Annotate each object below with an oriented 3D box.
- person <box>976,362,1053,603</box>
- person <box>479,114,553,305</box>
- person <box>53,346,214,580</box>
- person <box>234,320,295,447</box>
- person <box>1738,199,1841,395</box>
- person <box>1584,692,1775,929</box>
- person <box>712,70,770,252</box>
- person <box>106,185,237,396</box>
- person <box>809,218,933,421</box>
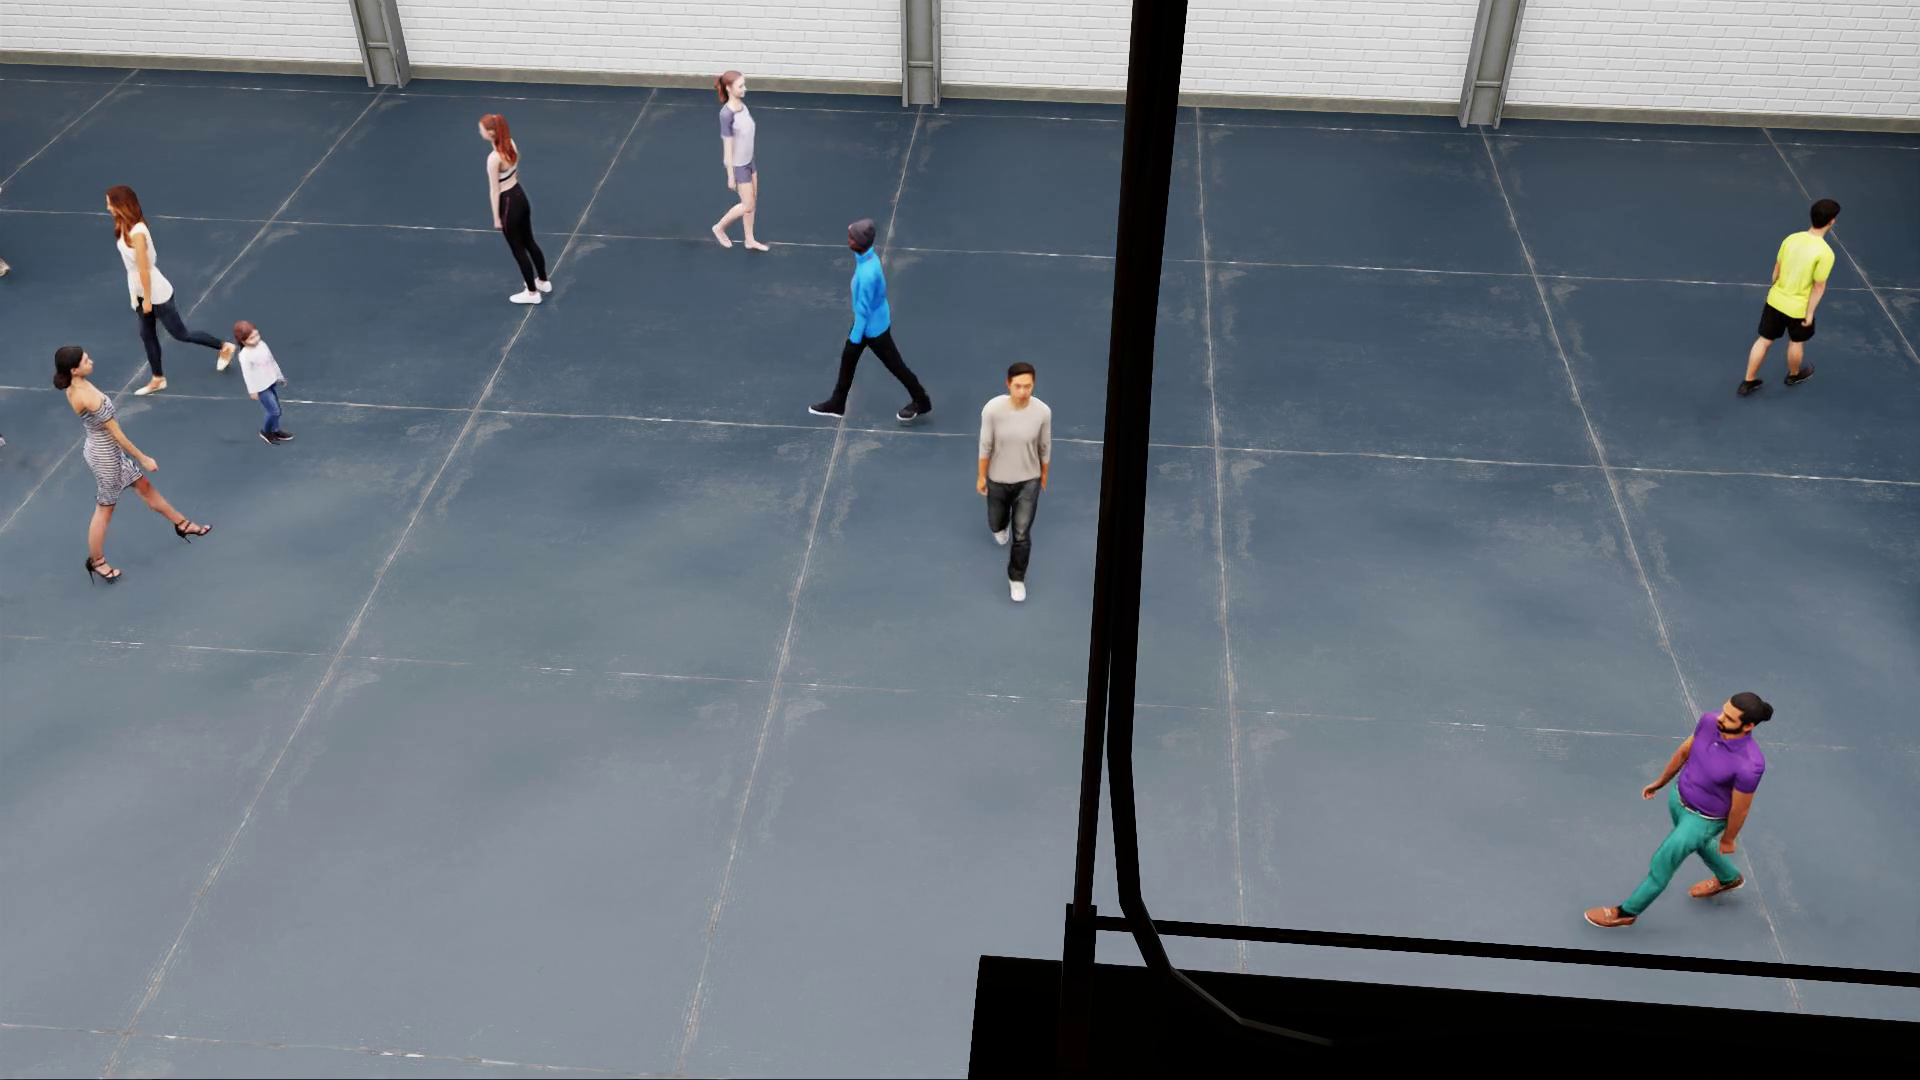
[{"bbox_3d":[0.356,-0.480,11.385,0.913,1.791,0.741,0,39,0],"label":"person"},{"bbox_3d":[-3.870,-2.882,14.436,0.596,1.736,0.619,9,39,11],"label":"person"},{"bbox_3d":[-5.928,-0.476,11.391,1.169,1.776,1.039,-22,43,-25],"label":"person"},{"bbox_3d":[-5.445,-1.228,12.874,0.474,1.101,0.454,5,39,6],"label":"person"},{"bbox_3d":[6.572,-1.884,13.227,1.042,1.686,0.945,-20,43,-23],"label":"person"},{"bbox_3d":[4.097,1.453,9.012,1.251,1.731,0.803,-4,39,-5],"label":"person"},{"bbox_3d":[-2.070,-3.431,15.109,0.763,1.755,0.621,10,40,12],"label":"person"},{"bbox_3d":[-6.381,-2.010,13.325,1.081,1.761,1.062,-31,48,-33],"label":"person"},{"bbox_3d":[-0.574,-1.629,12.865,1.262,1.739,0.821,-6,39,-7],"label":"person"}]
